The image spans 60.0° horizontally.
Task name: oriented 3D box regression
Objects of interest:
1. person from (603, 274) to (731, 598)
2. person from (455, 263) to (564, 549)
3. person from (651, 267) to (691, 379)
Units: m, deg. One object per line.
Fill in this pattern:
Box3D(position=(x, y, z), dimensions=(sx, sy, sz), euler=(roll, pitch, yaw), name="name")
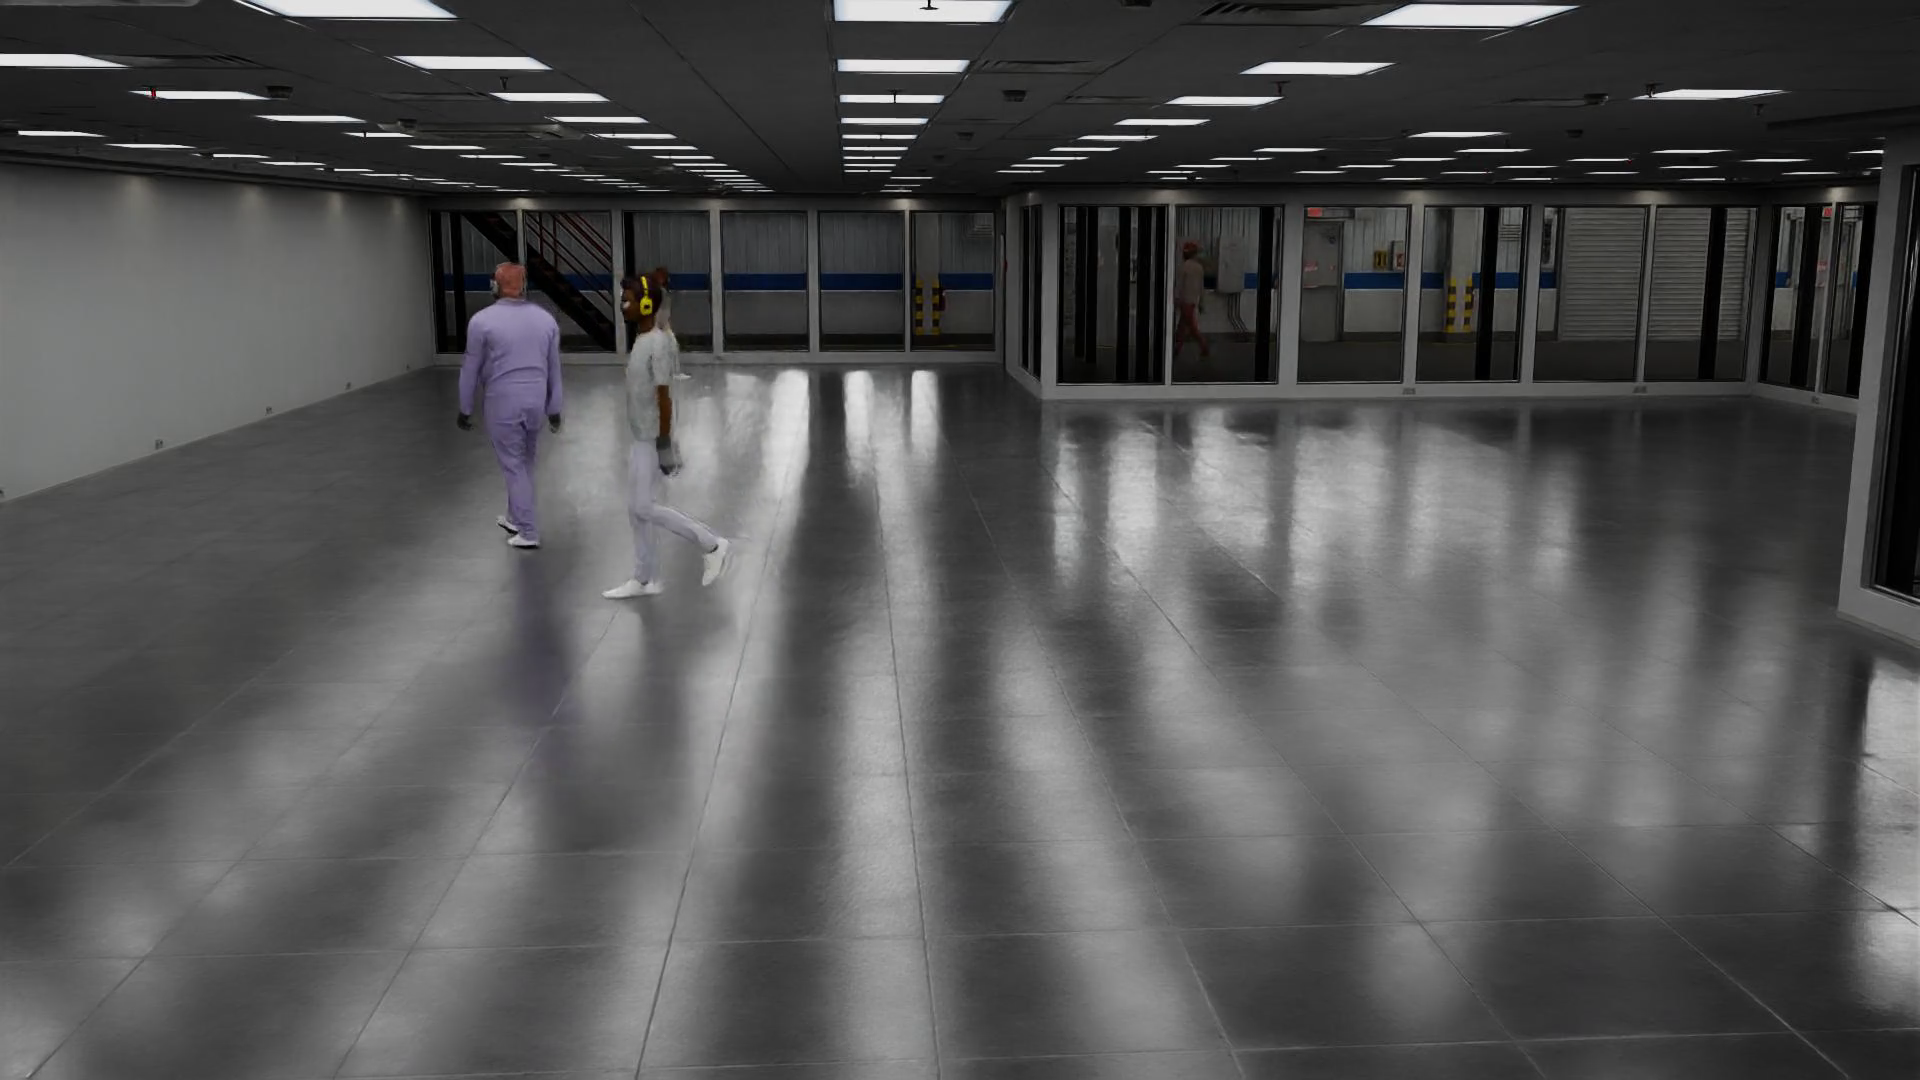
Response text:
Box3D(position=(-1.709, -0.581, 9.485), dimensions=(0.649, 1.854, 0.516), euler=(-4, 11, -20), name="person")
Box3D(position=(-3.066, -0.900, 11.146), dimensions=(0.895, 1.874, 0.647), euler=(10, 14, 42), name="person")
Box3D(position=(-4.280, -3.061, 23.523), dimensions=(0.823, 1.601, 0.508), euler=(-4, 11, -21), name="person")
